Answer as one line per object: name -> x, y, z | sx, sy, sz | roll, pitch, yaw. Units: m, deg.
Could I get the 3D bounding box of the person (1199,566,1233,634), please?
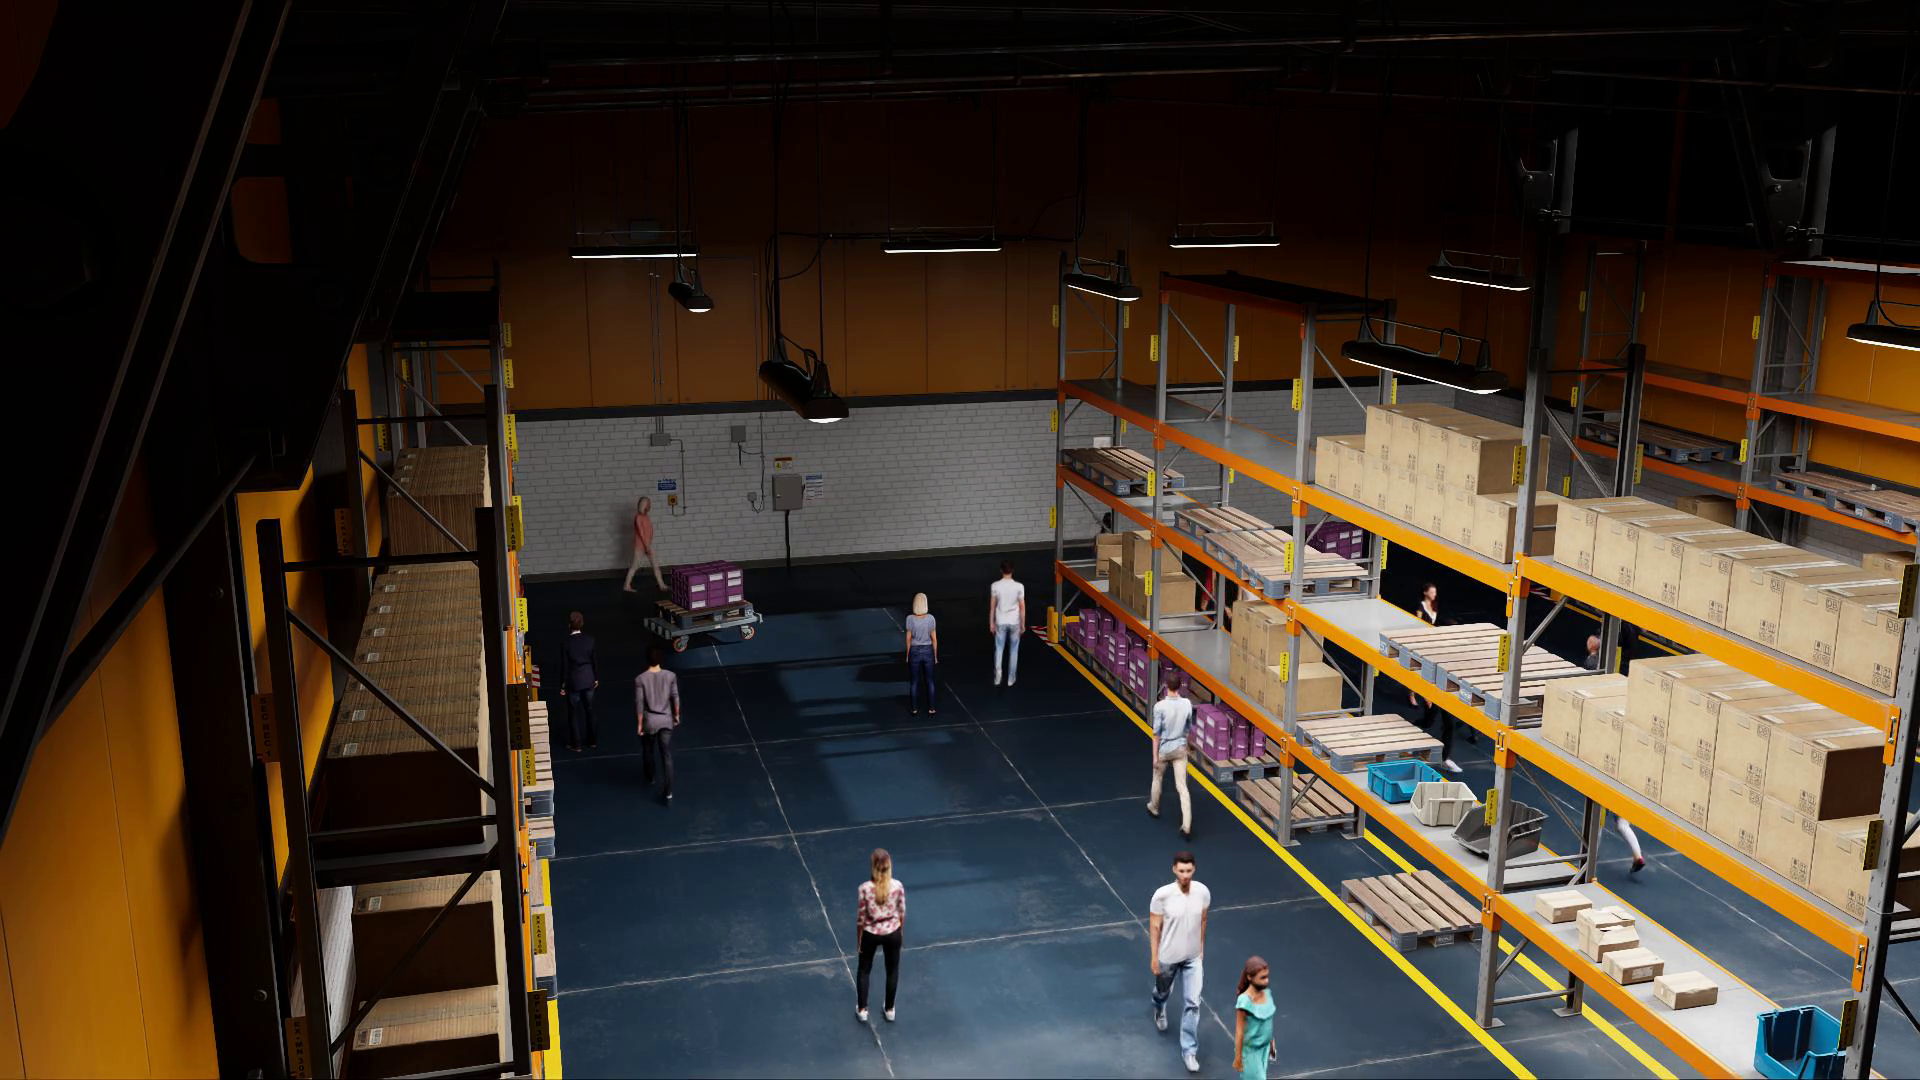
person -> 4.048, 0.724, 25.850 | 1.150, 1.685, 1.081 | 8, 16, 31

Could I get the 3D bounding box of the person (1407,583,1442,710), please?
person -> 6.256, 1.436, 22.702 | 0.765, 1.782, 0.854 | -12, 18, -40

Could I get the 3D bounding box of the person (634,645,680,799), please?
person -> -3.545, 2.177, 19.588 | 0.744, 1.807, 1.187 | -5, 14, -19

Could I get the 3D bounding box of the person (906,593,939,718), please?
person -> -0.517, 1.541, 22.392 | 0.627, 1.723, 0.593 | 0, 14, 1

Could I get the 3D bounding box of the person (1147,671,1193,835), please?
person -> 2.406, 2.414, 18.608 | 0.660, 1.807, 1.214 | -3, 14, -13

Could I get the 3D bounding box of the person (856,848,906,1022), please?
person -> -0.673, 3.484, 14.572 | 0.618, 1.627, 0.615 | -2, 14, -9

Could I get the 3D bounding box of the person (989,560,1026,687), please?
person -> 0.658, 1.216, 23.491 | 0.868, 1.837, 0.998 | 2, 14, 10

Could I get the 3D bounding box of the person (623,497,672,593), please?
person -> -5.483, 0.126, 28.342 | 1.049, 1.674, 1.162 | 4, 14, 14

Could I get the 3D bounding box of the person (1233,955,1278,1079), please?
person -> 2.221, 3.925, 12.914 | 0.692, 1.551, 0.650 | 13, 18, 42

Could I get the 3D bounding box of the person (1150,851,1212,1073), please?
person -> 1.843, 3.483, 14.158 | 0.840, 1.825, 1.258 | -1, 14, -2

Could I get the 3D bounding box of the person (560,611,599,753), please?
person -> -4.856, 1.785, 21.187 | 0.765, 1.816, 0.748 | -11, 18, -39

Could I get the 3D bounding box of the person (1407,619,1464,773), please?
person -> 5.881, 1.882, 20.619 | 0.902, 1.895, 1.291 | -7, 15, -27
